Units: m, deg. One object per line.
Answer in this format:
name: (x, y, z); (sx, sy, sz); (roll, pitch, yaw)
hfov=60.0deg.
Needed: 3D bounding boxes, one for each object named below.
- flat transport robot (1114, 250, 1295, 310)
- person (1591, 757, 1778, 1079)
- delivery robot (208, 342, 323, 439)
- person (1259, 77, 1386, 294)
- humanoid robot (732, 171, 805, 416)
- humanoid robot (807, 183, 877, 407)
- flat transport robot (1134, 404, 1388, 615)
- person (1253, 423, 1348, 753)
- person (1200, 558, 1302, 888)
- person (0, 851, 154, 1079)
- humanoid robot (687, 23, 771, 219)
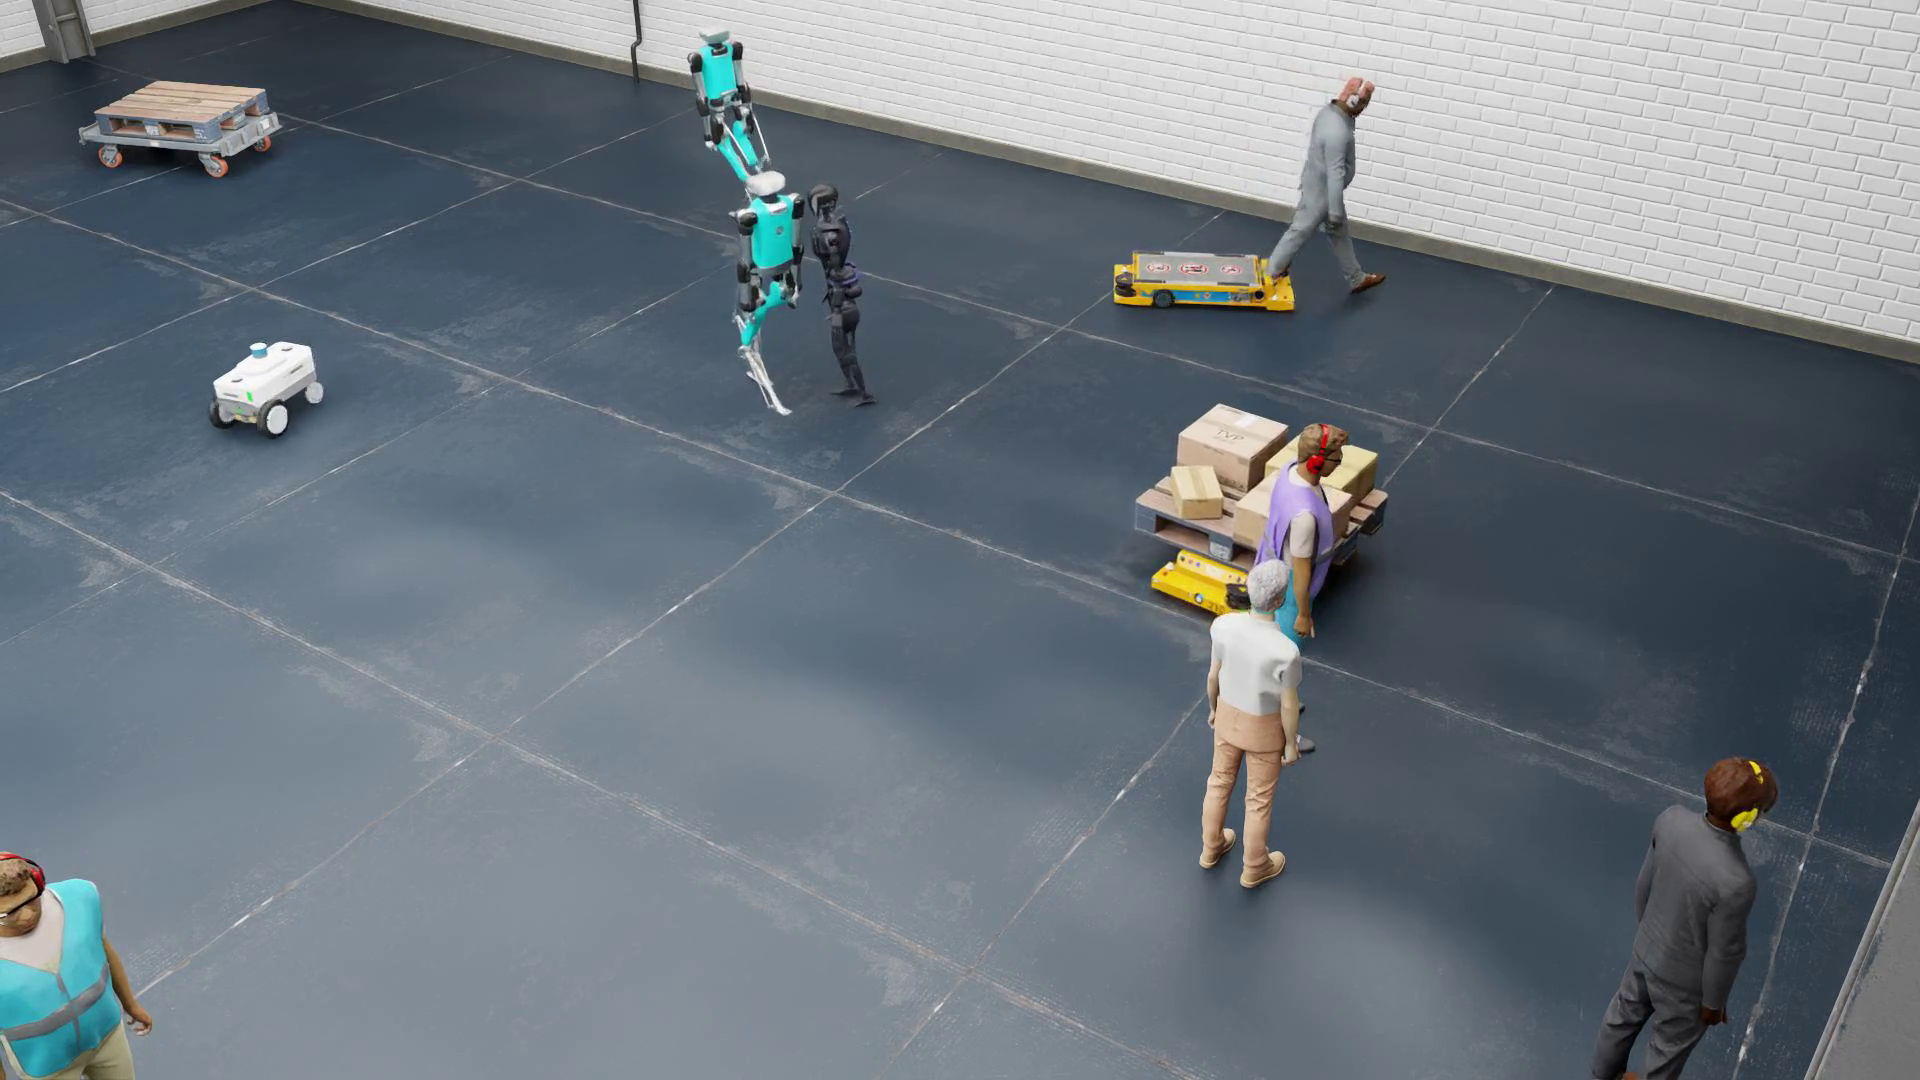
flat transport robot: (1.975, -2.106, 13.533); (1.431, 0.231, 0.659); (3, 33, 4)
person: (2.731, 1.587, 6.304); (0.354, 1.874, 0.492); (-9, 34, -14)
delivery robot: (-4.875, -1.082, 11.684); (0.499, 0.603, 0.803); (11, 34, 17)
person: (2.916, -2.736, 13.078); (1.054, 1.819, 0.719); (5, 33, 8)
humanoid robot: (-1.462, -1.792, 11.721); (0.535, 1.784, 0.871); (-26, 41, -34)
humanoid robot: (-0.817, -1.708, 11.637); (0.434, 1.650, 0.590); (-6, 33, -10)
flat transport robot: (1.829, 0.015, 10.233); (0.659, 0.231, 1.431); (22, 39, 30)
person: (1.685, 0.232, 8.443); (0.390, 1.839, 0.562); (1, 33, 2)
person: (1.336, 0.843, 7.584); (0.469, 1.740, 0.321); (24, 40, 33)
person: (-3.212, 1.813, 5.976); (0.373, 1.843, 0.569); (17, 36, 24)
humanoid robot: (-1.844, -3.466, 14.319); (0.560, 1.796, 0.933); (-26, 41, -34)
